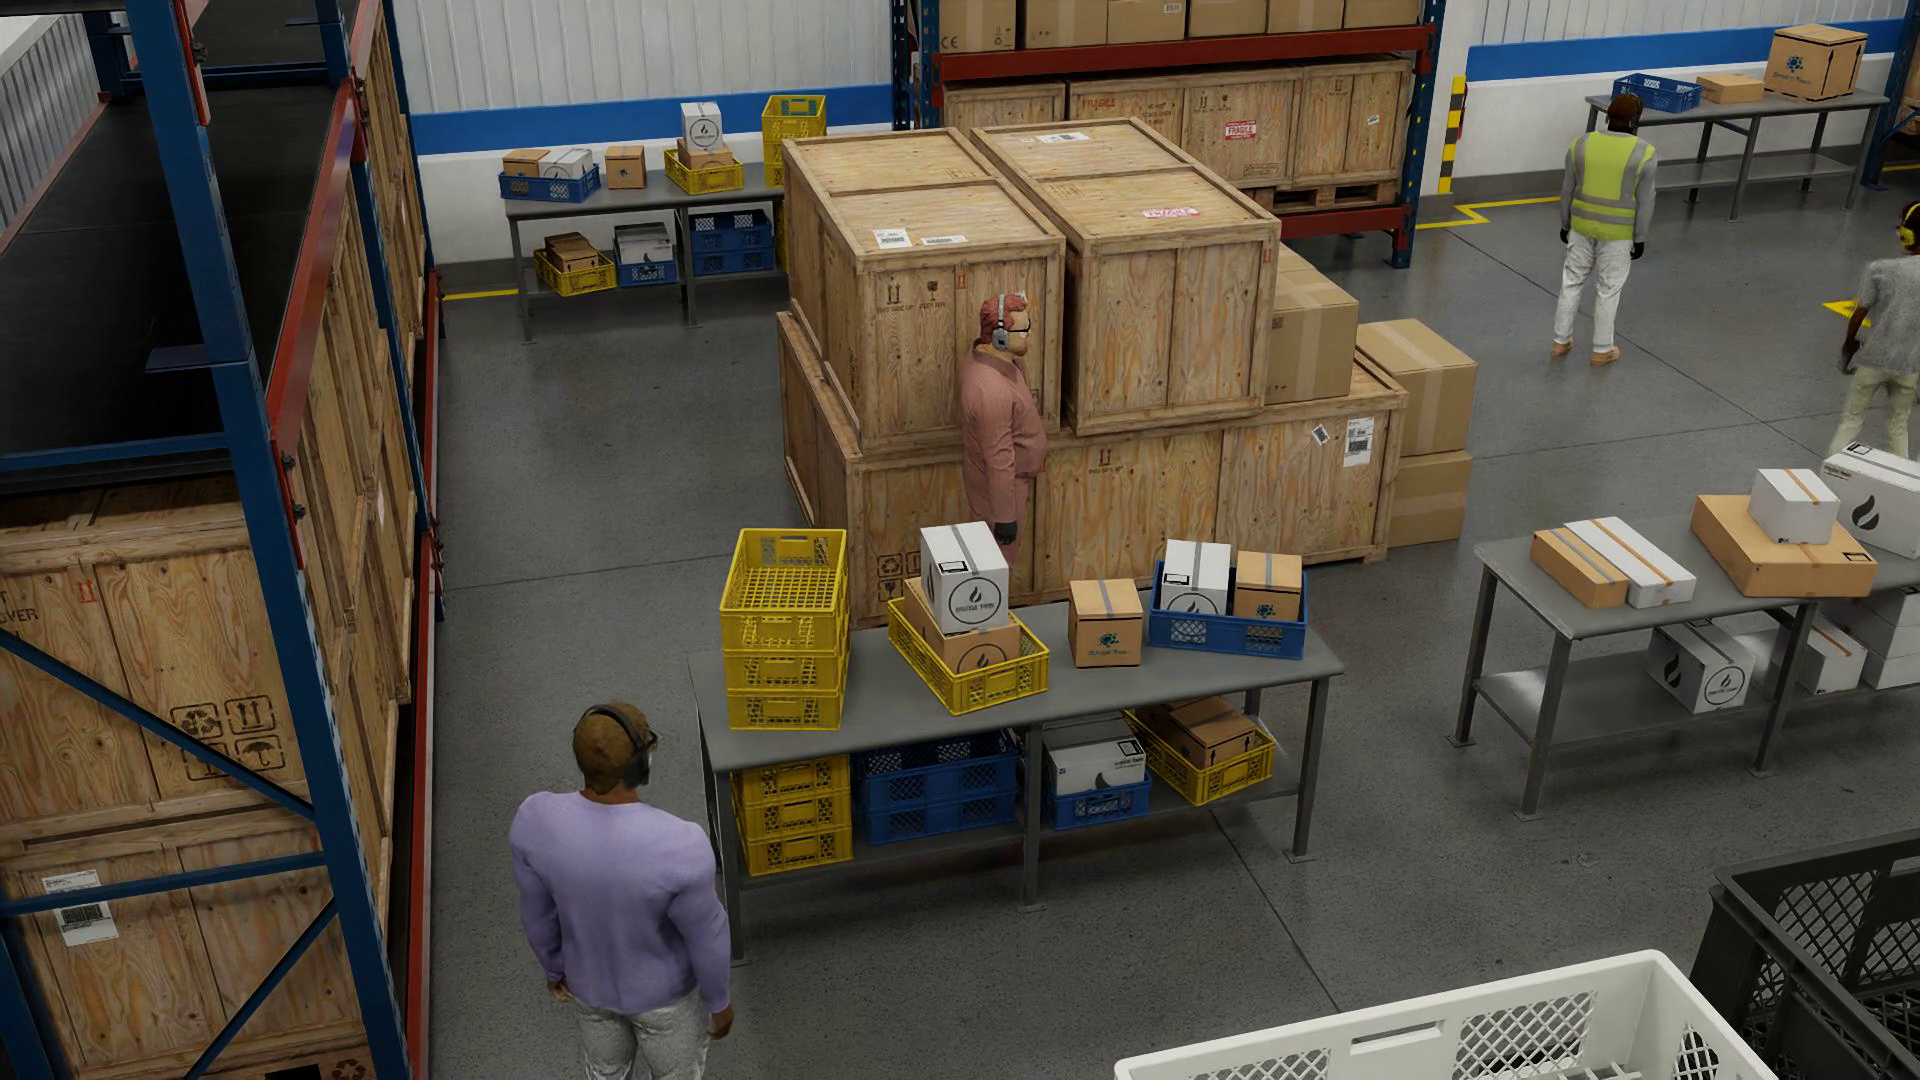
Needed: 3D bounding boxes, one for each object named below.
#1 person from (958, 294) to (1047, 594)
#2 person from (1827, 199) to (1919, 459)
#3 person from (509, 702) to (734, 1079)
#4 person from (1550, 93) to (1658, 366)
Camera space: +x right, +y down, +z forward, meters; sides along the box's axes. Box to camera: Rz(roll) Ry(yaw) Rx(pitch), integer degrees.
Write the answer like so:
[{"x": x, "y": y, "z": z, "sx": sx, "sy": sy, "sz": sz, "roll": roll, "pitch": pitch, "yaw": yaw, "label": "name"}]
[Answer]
[{"x": 0.200, "y": -0.254, "z": 7.867, "sx": 0.409, "sy": 1.907, "sz": 0.651, "roll": -3, "pitch": 29, "yaw": -5, "label": "person"}, {"x": 5.165, "y": -0.974, "z": 9.228, "sx": 0.521, "sy": 1.847, "sz": 0.367, "roll": 7, "pitch": 30, "yaw": 13, "label": "person"}, {"x": -0.971, "y": 1.316, "z": 4.985, "sx": 0.638, "sy": 1.937, "sz": 0.356, "roll": 8, "pitch": 30, "yaw": 14, "label": "person"}, {"x": 4.371, "y": -2.104, "z": 11.297, "sx": 0.621, "sy": 1.838, "sz": 0.429, "roll": 23, "pitch": 36, "yaw": 35, "label": "person"}]
